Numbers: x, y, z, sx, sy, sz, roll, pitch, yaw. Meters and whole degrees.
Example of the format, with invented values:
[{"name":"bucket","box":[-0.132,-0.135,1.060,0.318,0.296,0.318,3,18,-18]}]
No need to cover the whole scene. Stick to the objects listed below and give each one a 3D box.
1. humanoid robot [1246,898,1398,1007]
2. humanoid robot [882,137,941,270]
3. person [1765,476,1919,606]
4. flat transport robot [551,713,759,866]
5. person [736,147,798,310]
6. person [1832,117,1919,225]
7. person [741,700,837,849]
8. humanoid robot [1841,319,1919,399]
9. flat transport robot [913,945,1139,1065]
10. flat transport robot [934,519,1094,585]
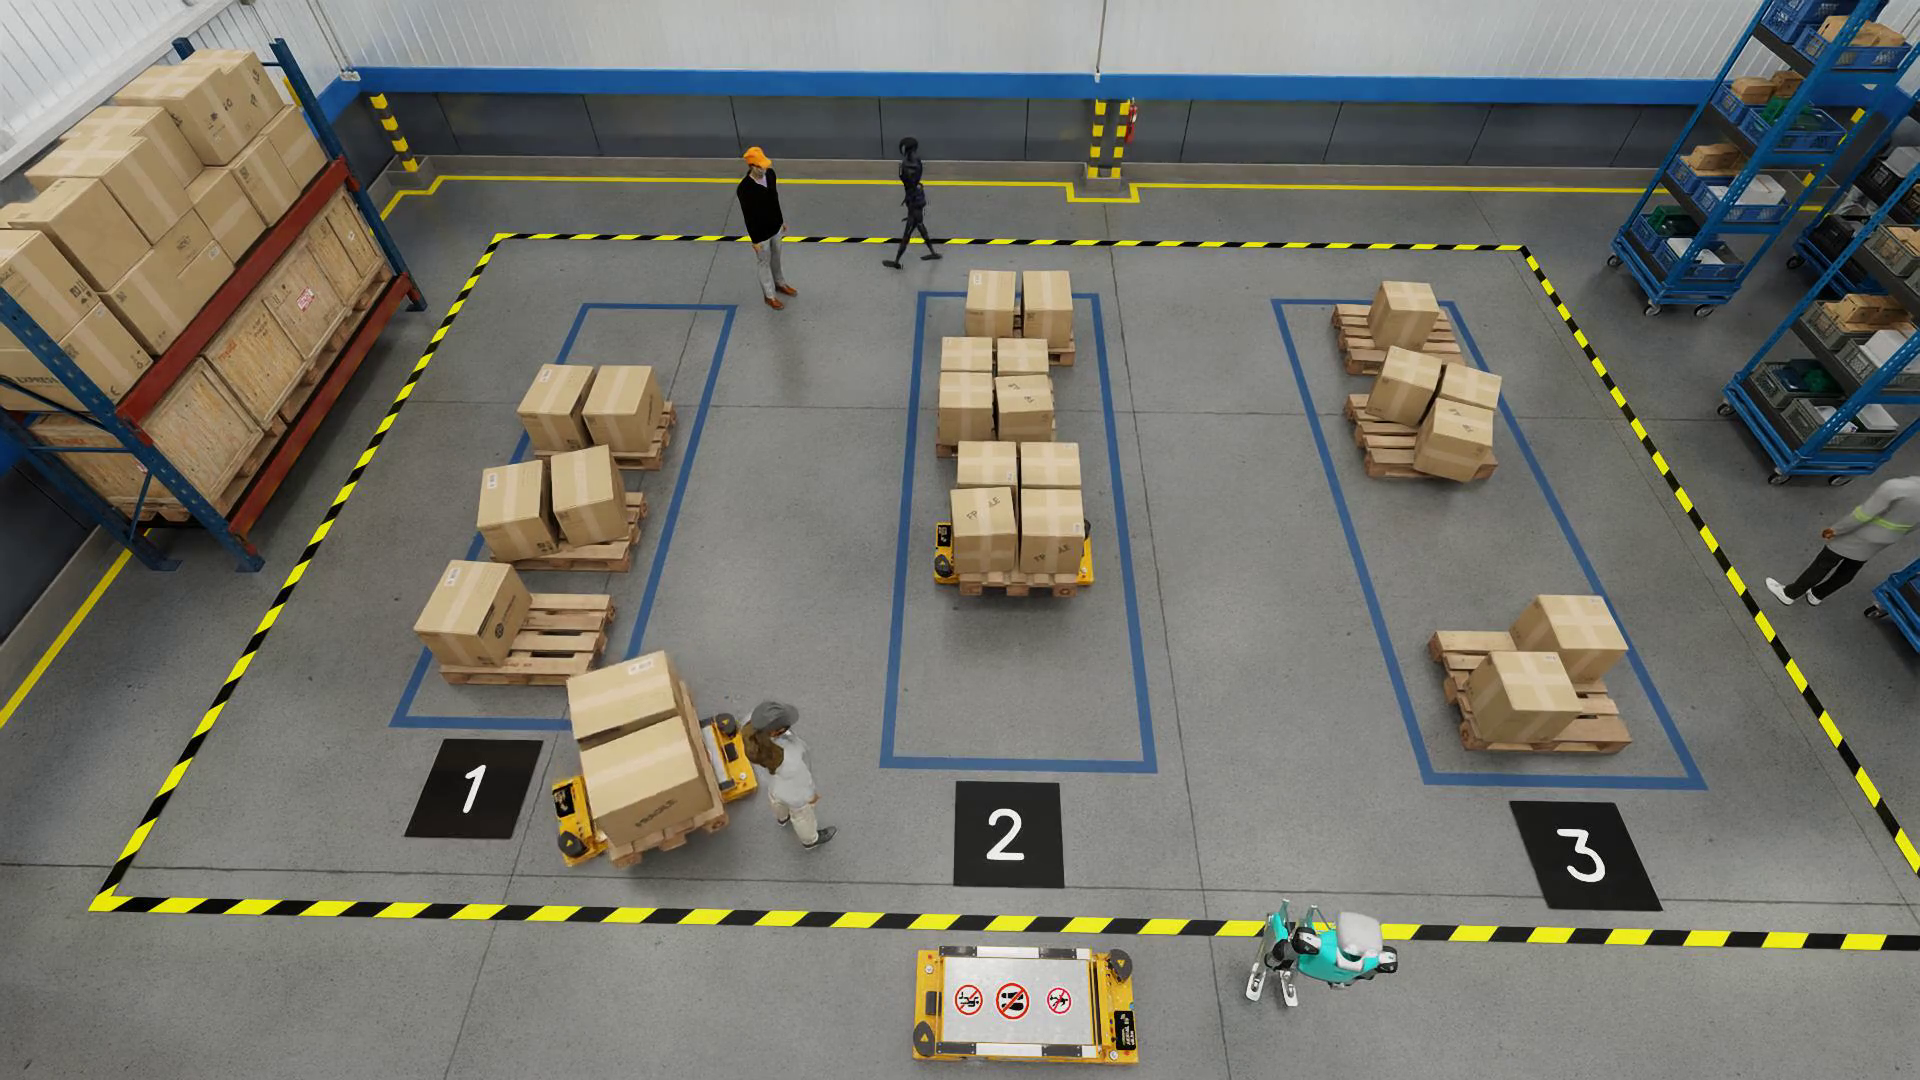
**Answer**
[{"name":"humanoid robot","box":[2.115,2.377,5.511,0.533,1.681,0.735,10,52,8]},{"name":"humanoid robot","box":[-0.595,-3.980,10.845,0.770,1.622,0.584,-6,51,-5]},{"name":"person","box":[7.484,-0.089,7.537,0.588,1.852,0.369,3,51,2]},{"name":"flat transport robot","box":[-2.326,1.855,6.956,1.431,0.197,0.652,-20,54,-15]},{"name":"person","box":[-2.171,-3.498,10.296,0.361,1.885,0.587,22,54,17]},{"name":"person","box":[11.058,-4.351,10.959,0.627,1.933,0.371,37,60,26]},{"name":"person","box":[-1.186,1.600,6.213,0.574,1.767,0.394,37,59,26]},{"name":"humanoid robot","box":[9.346,-1.775,9.023,0.591,1.653,0.332,2,51,2]},{"name":"flat transport robot","box":[0.422,3.041,6.007,1.431,0.231,0.659,1,51,1]},{"name":"flat transport robot","box":[0.490,0.087,8.397,1.431,0.197,0.652,1,51,1]}]
